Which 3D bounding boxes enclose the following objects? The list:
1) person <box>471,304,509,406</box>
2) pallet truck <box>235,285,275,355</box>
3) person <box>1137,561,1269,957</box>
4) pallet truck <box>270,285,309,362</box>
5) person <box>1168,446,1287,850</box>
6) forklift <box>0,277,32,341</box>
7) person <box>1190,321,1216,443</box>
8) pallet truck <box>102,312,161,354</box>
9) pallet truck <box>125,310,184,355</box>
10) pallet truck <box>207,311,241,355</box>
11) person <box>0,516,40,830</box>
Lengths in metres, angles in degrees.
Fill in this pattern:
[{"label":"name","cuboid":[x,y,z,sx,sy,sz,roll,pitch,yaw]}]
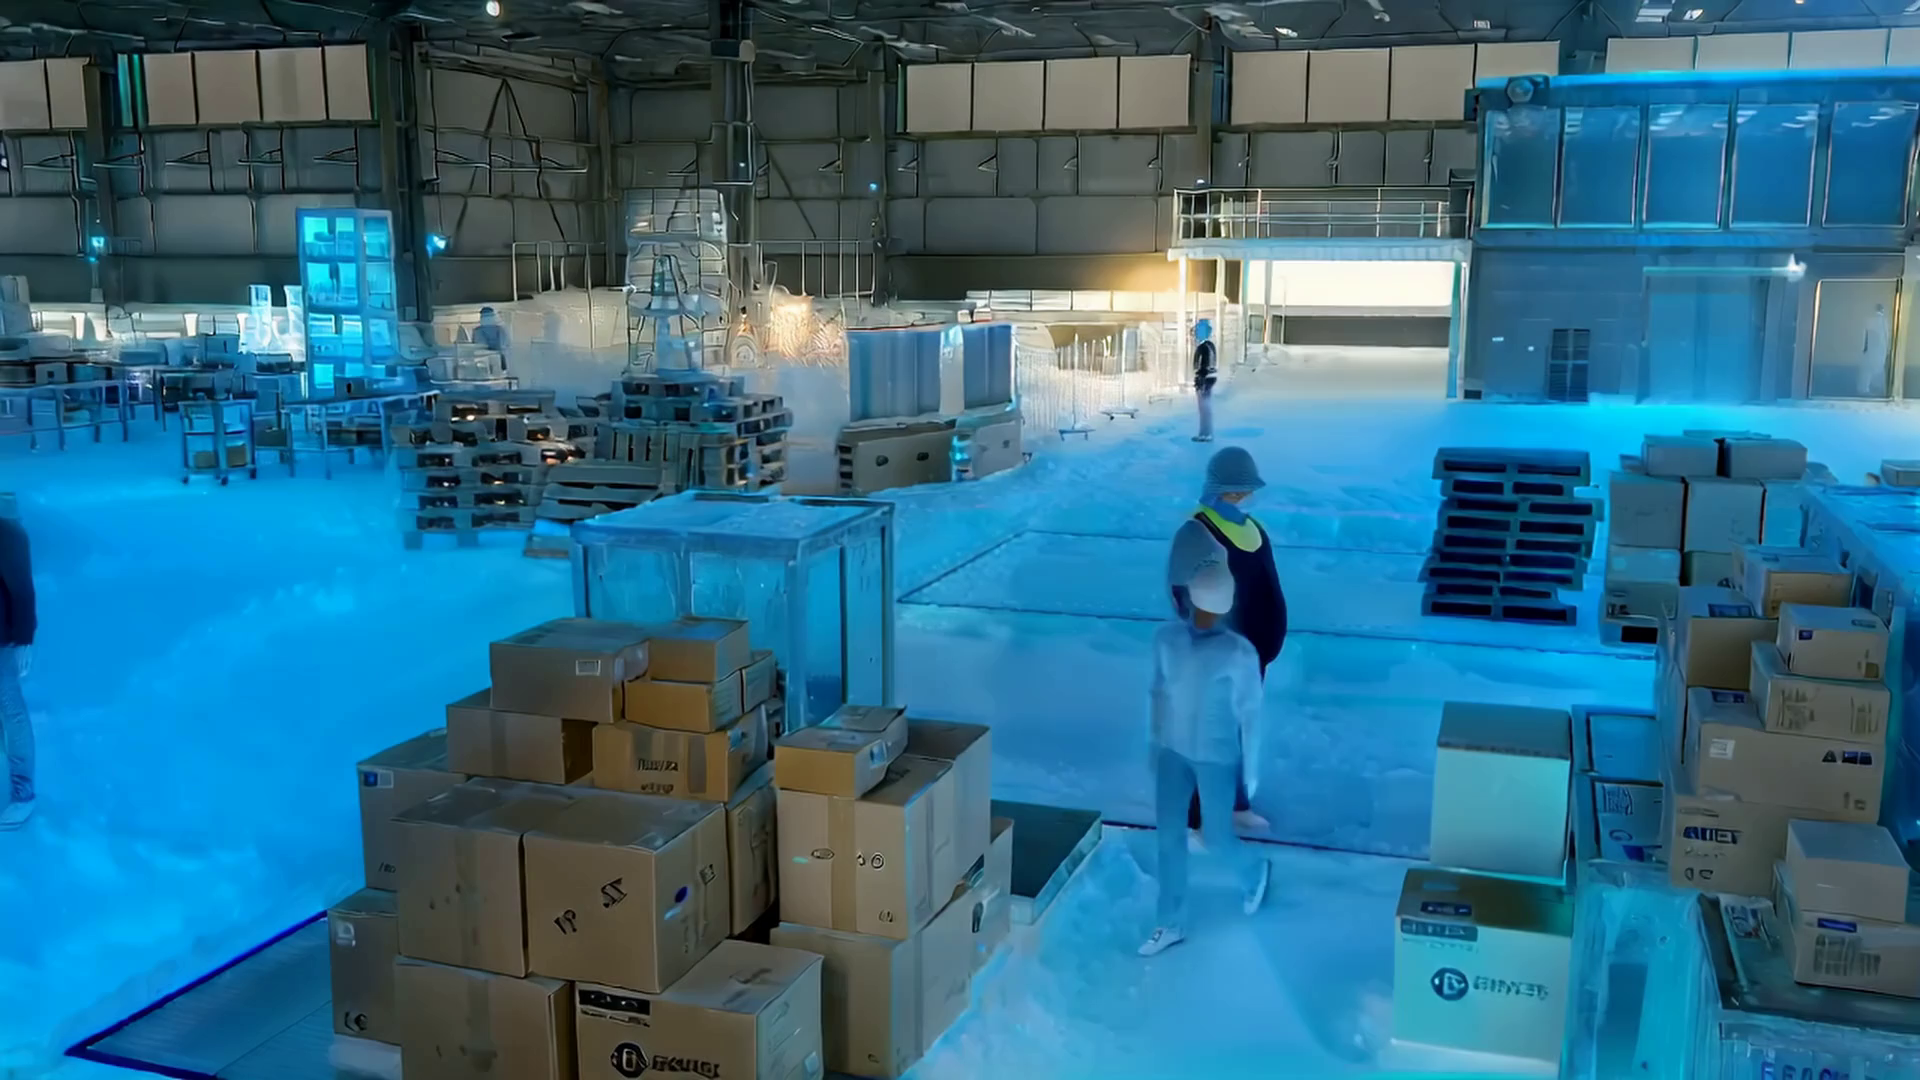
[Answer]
[{"label":"person","cuboid":[-7.963,-2.972,28.190,0.629,2.033,0.447,-6,12,-32]},{"label":"pallet truck","cuboid":[-18.327,-5.835,44.421,0.823,1.965,1.885,4,11,23]},{"label":"person","cuboid":[1.082,0.910,7.169,0.546,1.730,0.660,9,14,42]},{"label":"pallet truck","cuboid":[-17.147,-5.700,43.663,0.823,1.965,1.885,3,11,17]},{"label":"person","cuboid":[1.387,0.537,8.417,0.538,2.000,0.684,8,13,39]},{"label":"forklift","cuboid":[-27.151,-6.329,46.328,1.157,1.987,2.680,3,11,17]},{"label":"person","cuboid":[3.751,-2.423,25.542,0.358,1.883,0.575,3,10,16]},{"label":"pallet truck","cuboid":[-23.057,-5.777,46.261,0.680,1.201,1.601,3,11,19]},{"label":"pallet truck","cuboid":[-22.038,-5.665,45.457,0.704,1.261,1.522,3,11,17]},{"label":"pallet truck","cuboid":[-19.537,-5.575,44.913,0.653,1.274,1.630,3,11,19]},{"label":"person","cuboid":[-5.104,0.521,8.632,0.611,1.996,0.378,1,10,5]}]
